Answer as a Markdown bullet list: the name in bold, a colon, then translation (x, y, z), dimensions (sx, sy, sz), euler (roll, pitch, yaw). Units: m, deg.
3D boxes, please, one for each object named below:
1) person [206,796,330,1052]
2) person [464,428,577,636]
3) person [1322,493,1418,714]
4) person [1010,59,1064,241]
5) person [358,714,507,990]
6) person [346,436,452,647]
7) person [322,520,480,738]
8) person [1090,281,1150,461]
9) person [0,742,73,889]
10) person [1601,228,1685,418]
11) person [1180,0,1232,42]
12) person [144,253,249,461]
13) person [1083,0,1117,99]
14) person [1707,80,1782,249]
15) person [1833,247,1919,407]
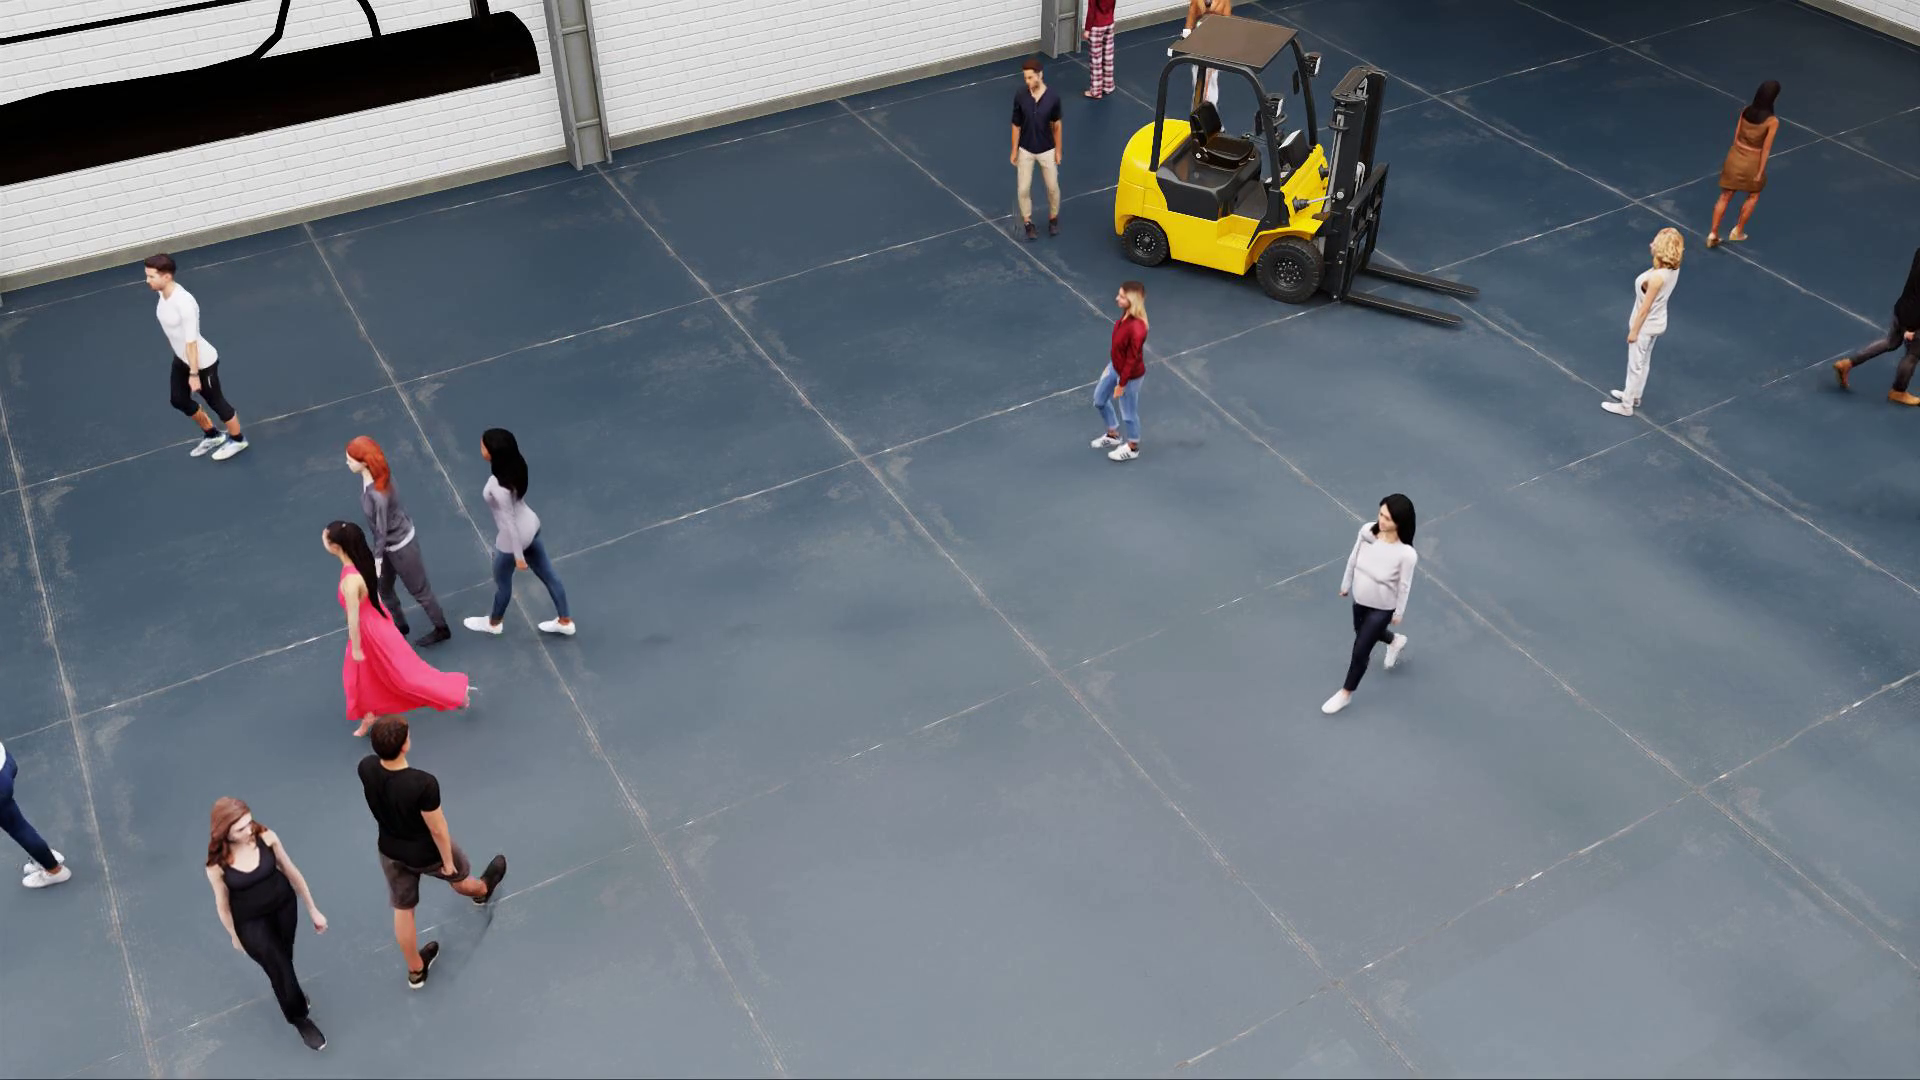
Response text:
- **person**: translation (-3.784, 1.951, 8.946), dimensions (0.805, 1.720, 0.835), euler (26, 46, 29)
- **person**: translation (-2.922, -0.008, 11.410), dimensions (1.115, 1.705, 0.998), euler (4, 39, 5)
- **person**: translation (2.796, 0.374, 10.957), dimensions (1.065, 1.674, 0.691), euler (-24, 45, -27)
- **person**: translation (0.738, -3.779, 16.047), dimensions (0.789, 1.811, 0.861), euler (-1, 39, -2)
- **person**: translation (-3.050, 1.741, 9.129), dimensions (1.161, 1.819, 1.214), euler (9, 39, 11)
- **person**: translation (-3.751, 0.017, 11.335), dimensions (0.703, 1.760, 0.617), euler (-21, 43, -24)
- **person**: translation (-3.659, 0.600, 10.659), dimensions (1.143, 1.693, 0.793), euler (-9, 40, -12)
- **person**: translation (1.380, -1.319, 13.120), dimensions (0.711, 1.620, 0.689), euler (-7, 39, -8)
- **person**: translation (-5.484, 1.385, 9.619), dimensions (0.686, 1.764, 0.694), euler (-7, 39, -9)
- **person**: translation (5.660, -1.784, 13.671), dimensions (0.708, 1.659, 0.591), euler (27, 46, 30)
- **person**: translation (2.744, -5.495, 18.280), dimensions (0.922, 1.706, 0.982), euler (17, 42, 20)
- **person**: translation (-5.962, -1.465, 13.128), dimensions (0.765, 1.839, 0.778), euler (28, 46, 30)
- **person**: translation (1.592, -5.814, 18.681), dimensions (0.514, 1.705, 0.720), euler (-30, 47, -32)
- **person**: translation (7.428, -3.543, 15.864), dimensions (0.683, 1.672, 0.601), euler (-24, 44, -27)
- **person**: translation (7.827, -1.902, 13.782), dimensions (1.103, 1.705, 1.023), euler (7, 39, 9)
